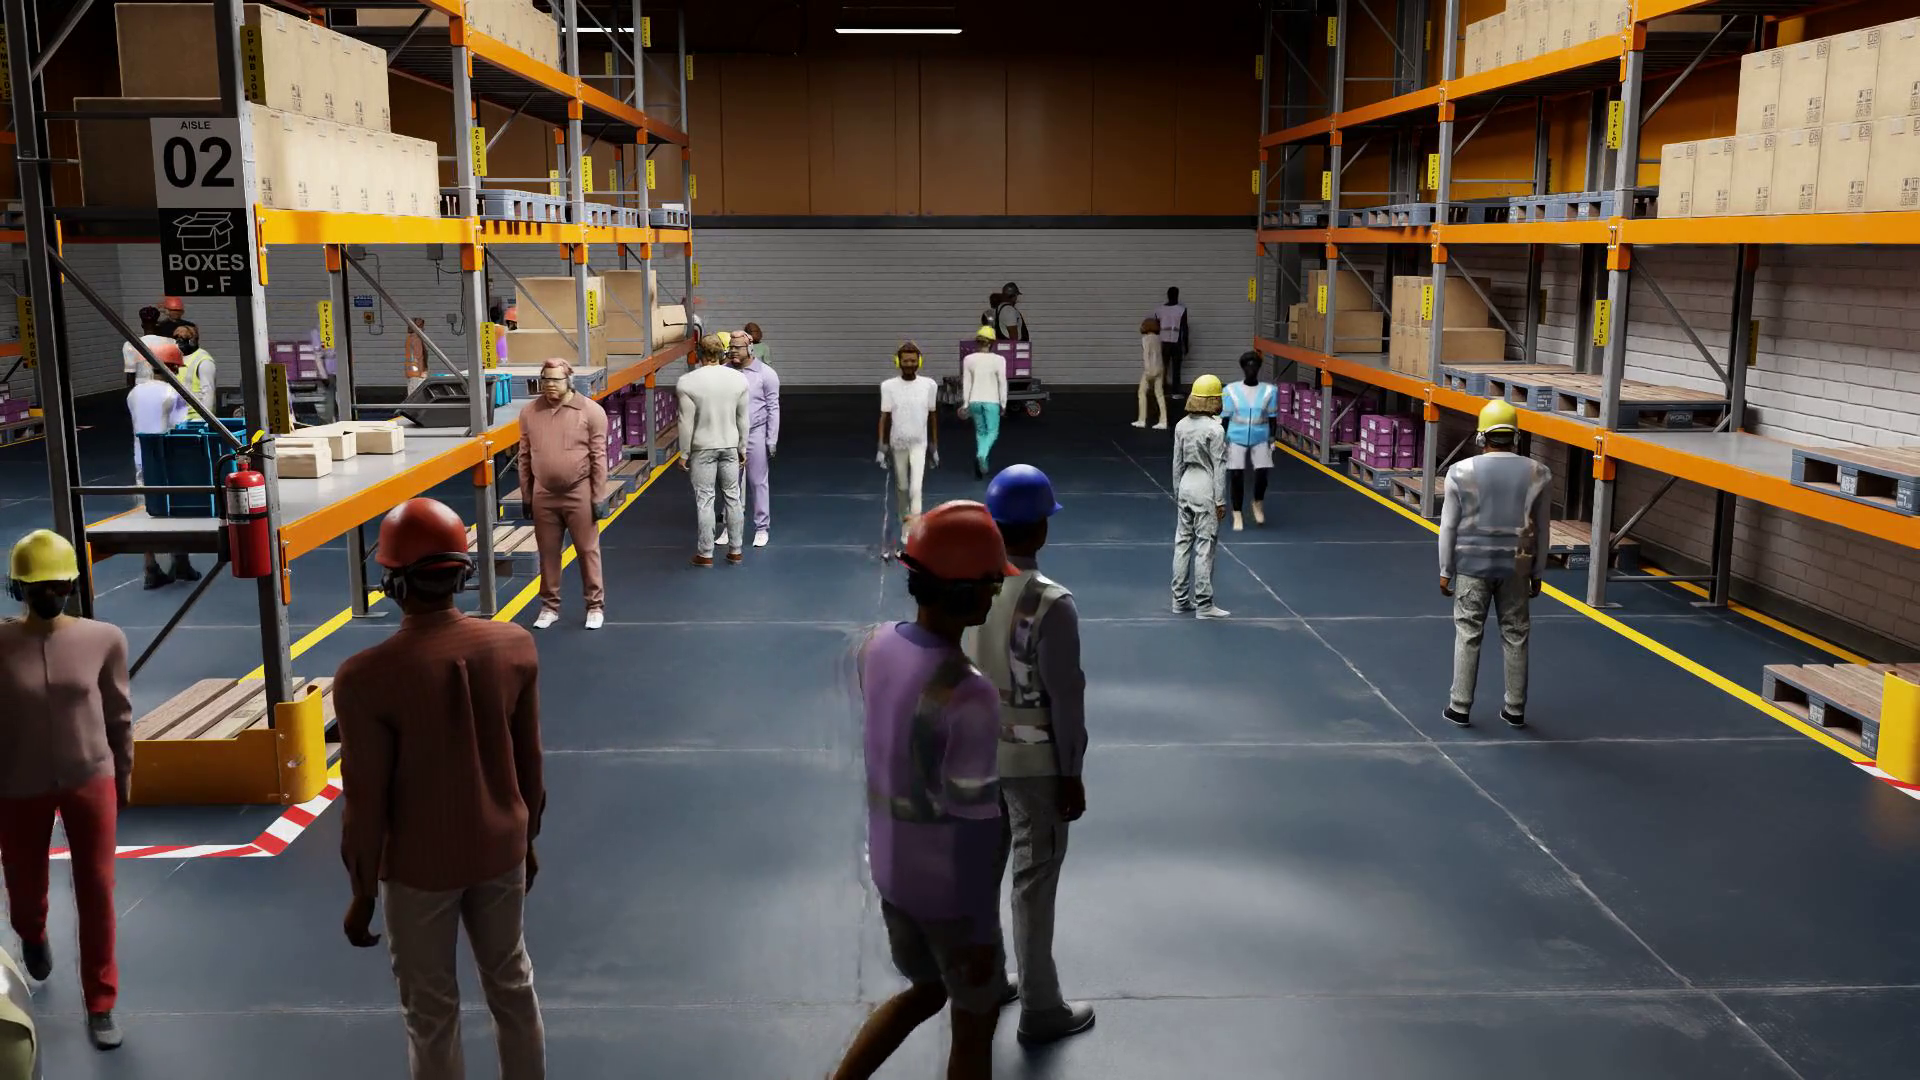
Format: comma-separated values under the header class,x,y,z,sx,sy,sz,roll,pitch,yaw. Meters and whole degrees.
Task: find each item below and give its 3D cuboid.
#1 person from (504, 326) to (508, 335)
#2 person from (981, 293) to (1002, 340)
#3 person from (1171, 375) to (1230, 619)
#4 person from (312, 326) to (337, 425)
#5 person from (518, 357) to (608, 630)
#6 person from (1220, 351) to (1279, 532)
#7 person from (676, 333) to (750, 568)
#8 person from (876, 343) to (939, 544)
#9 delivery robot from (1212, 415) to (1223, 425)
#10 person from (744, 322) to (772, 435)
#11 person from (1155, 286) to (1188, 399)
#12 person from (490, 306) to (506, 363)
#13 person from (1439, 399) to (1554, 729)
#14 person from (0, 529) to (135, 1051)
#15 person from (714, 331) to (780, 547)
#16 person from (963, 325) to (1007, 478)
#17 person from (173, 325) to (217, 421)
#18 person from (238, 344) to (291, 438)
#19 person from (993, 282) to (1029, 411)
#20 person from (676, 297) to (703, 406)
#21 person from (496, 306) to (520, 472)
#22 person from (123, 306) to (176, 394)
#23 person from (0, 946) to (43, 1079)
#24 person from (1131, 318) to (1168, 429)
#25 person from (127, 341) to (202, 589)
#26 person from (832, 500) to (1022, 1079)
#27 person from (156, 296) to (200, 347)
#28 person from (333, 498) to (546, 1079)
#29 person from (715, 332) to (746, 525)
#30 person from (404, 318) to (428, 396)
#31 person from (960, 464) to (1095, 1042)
class,x,y,z,sx,sy,sz,roll,pitch,yaw
person,-5.601,-2.177,21.578,0.505,2.016,0.622,7,12,35
person,0.591,-3.239,27.989,0.632,1.822,0.675,-3,11,-18
person,1.737,-0.313,11.919,0.322,1.742,0.493,-7,12,-34
person,-8.353,-2.251,22.335,0.801,1.870,0.608,8,13,38
person,-2.751,-0.313,11.509,0.636,1.899,0.396,1,10,7
person,2.674,-0.912,15.430,0.545,1.689,0.363,1,10,6
person,-2.034,-0.734,13.721,0.628,1.940,0.373,-6,12,-29
person,-0.456,-0.812,14.493,0.538,1.826,0.968,0,10,1
delivery robot,3.373,-1.516,21.671,0.477,0.478,0.707,0,10,-2
person,-2.705,-2.038,21.835,0.500,1.633,0.286,4,11,20
person,3.616,-3.370,28.468,0.597,1.915,0.373,6,12,30
person,-7.081,-2.719,25.452,0.533,1.697,0.322,-3,11,-15
person,2.940,0.140,9.189,0.591,1.823,0.405,1,10,5
person,-3.095,0.806,5.675,0.526,1.743,0.735,-7,12,-35
person,-1.918,-0.887,14.665,0.654,1.906,0.408,3,11,16
person,0.261,-1.559,18.876,0.531,1.748,0.705,4,11,23
person,-7.867,-1.283,17.084,0.627,1.837,0.430,8,13,37
person,-6.139,-0.878,14.813,0.587,1.828,0.463,8,13,37
person,0.829,-3.069,26.444,0.535,2.000,0.674,-3,11,-19
person,-4.119,-2.713,24.963,0.818,1.853,0.617,-5,12,-28
person,-5.199,-1.774,19.514,0.383,1.934,0.573,1,10,8
person,-8.999,-1.629,18.626,0.600,1.966,0.368,-5,11,-25
person,-1.796,1.269,2.888,0.586,1.823,0.403,9,14,42
person,2.762,-2.399,23.965,0.702,1.577,0.518,10,14,43
person,-6.200,-0.584,12.957,0.564,1.903,0.557,2,10,11
person,-0.106,0.892,4.429,0.702,2.024,0.633,-6,12,-31
person,-10.403,-2.259,22.165,0.626,1.963,0.856,-7,12,-35
person,-1.428,0.873,4.608,0.391,1.995,0.613,9,14,42
person,-2.221,-1.061,15.839,0.404,1.831,0.600,2,10,11
person,-7.513,-2.249,23.005,0.315,1.636,0.514,-7,12,-34
person,0.195,0.715,5.616,0.381,1.951,0.605,-9,14,-41
